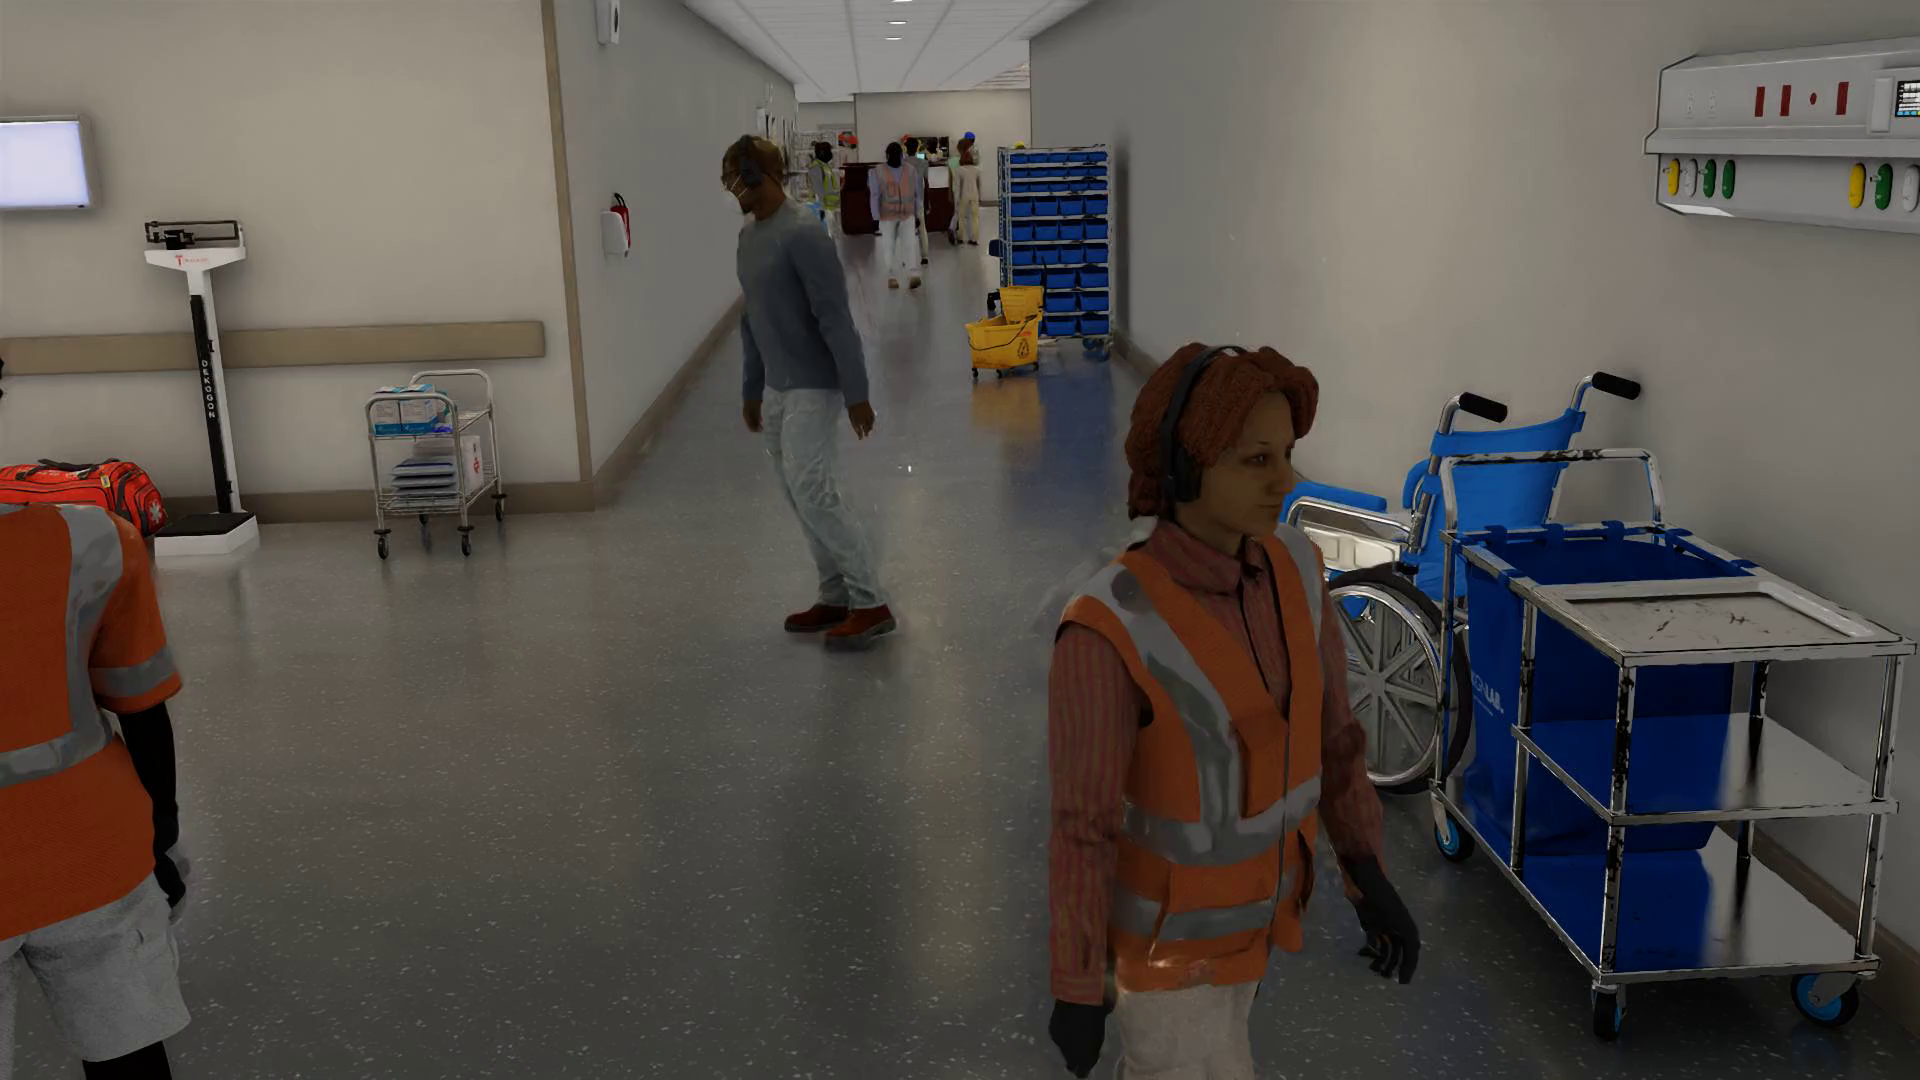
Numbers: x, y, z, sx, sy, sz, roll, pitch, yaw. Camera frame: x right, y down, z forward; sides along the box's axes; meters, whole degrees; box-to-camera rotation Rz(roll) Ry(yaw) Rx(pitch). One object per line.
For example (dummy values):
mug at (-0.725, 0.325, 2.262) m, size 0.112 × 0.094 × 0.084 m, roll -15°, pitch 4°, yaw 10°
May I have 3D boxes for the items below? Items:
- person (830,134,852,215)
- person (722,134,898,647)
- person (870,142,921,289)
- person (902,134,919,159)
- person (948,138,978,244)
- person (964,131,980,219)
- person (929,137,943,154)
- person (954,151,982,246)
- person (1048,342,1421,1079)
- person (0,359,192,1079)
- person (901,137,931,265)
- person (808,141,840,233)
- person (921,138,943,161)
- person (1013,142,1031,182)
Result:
person at (-2.922, -9.037, 41.195) m, size 0.608 × 1.986 × 0.401 m, roll 5°, pitch 15°, yaw 24°
person at (-0.606, -0.554, 6.234) m, size 0.479 × 1.896 × 0.656 m, roll -8°, pitch 15°, yaw -26°
person at (-0.777, -4.008, 20.647) m, size 0.659 × 1.794 × 0.939 m, roll -5°, pitch 14°, yaw -13°
person at (-1.255, -8.930, 40.679) m, size 0.547 × 1.929 × 0.385 m, roll 4°, pitch 15°, yaw 22°
person at (0.039, -6.026, 28.814) m, size 0.570 × 1.824 × 0.763 m, roll 5°, pitch 15°, yaw 26°
person at (0.261, -8.262, 37.700) m, size 0.384 × 1.948 × 0.605 m, roll -5°, pitch 14°, yaw -15°
person at (-0.588, -8.773, 40.112) m, size 0.358 × 1.855 × 0.531 m, roll 9°, pitch 17°, yaw 37°
person at (0.135, -5.869, 28.617) m, size 0.508 × 1.593 × 0.818 m, roll -4°, pitch 14°, yaw -11°
person at (0.401, 0.550, 2.184) m, size 0.816 × 1.601 × 0.531 m, roll 9°, pitch 18°, yaw 38°
person at (-1.369, 0.506, 2.384) m, size 0.542 × 1.696 × 0.316 m, roll -15°, pitch 19°, yaw -42°
person at (-0.691, -4.974, 24.468) m, size 0.538 × 1.869 × 0.312 m, roll -7°, pitch 15°, yaw -20°
person at (-1.906, -4.687, 23.491) m, size 0.429 × 1.842 × 0.628 m, roll 0°, pitch 14°, yaw 6°
person at (-0.617, -8.208, 37.836) m, size 0.629 × 1.835 × 0.429 m, roll -10°, pitch 16°, yaw -32°
person at (1.126, -6.390, 30.371) m, size 0.542 × 1.722 × 0.760 m, roll 3°, pitch 14°, yaw 17°
